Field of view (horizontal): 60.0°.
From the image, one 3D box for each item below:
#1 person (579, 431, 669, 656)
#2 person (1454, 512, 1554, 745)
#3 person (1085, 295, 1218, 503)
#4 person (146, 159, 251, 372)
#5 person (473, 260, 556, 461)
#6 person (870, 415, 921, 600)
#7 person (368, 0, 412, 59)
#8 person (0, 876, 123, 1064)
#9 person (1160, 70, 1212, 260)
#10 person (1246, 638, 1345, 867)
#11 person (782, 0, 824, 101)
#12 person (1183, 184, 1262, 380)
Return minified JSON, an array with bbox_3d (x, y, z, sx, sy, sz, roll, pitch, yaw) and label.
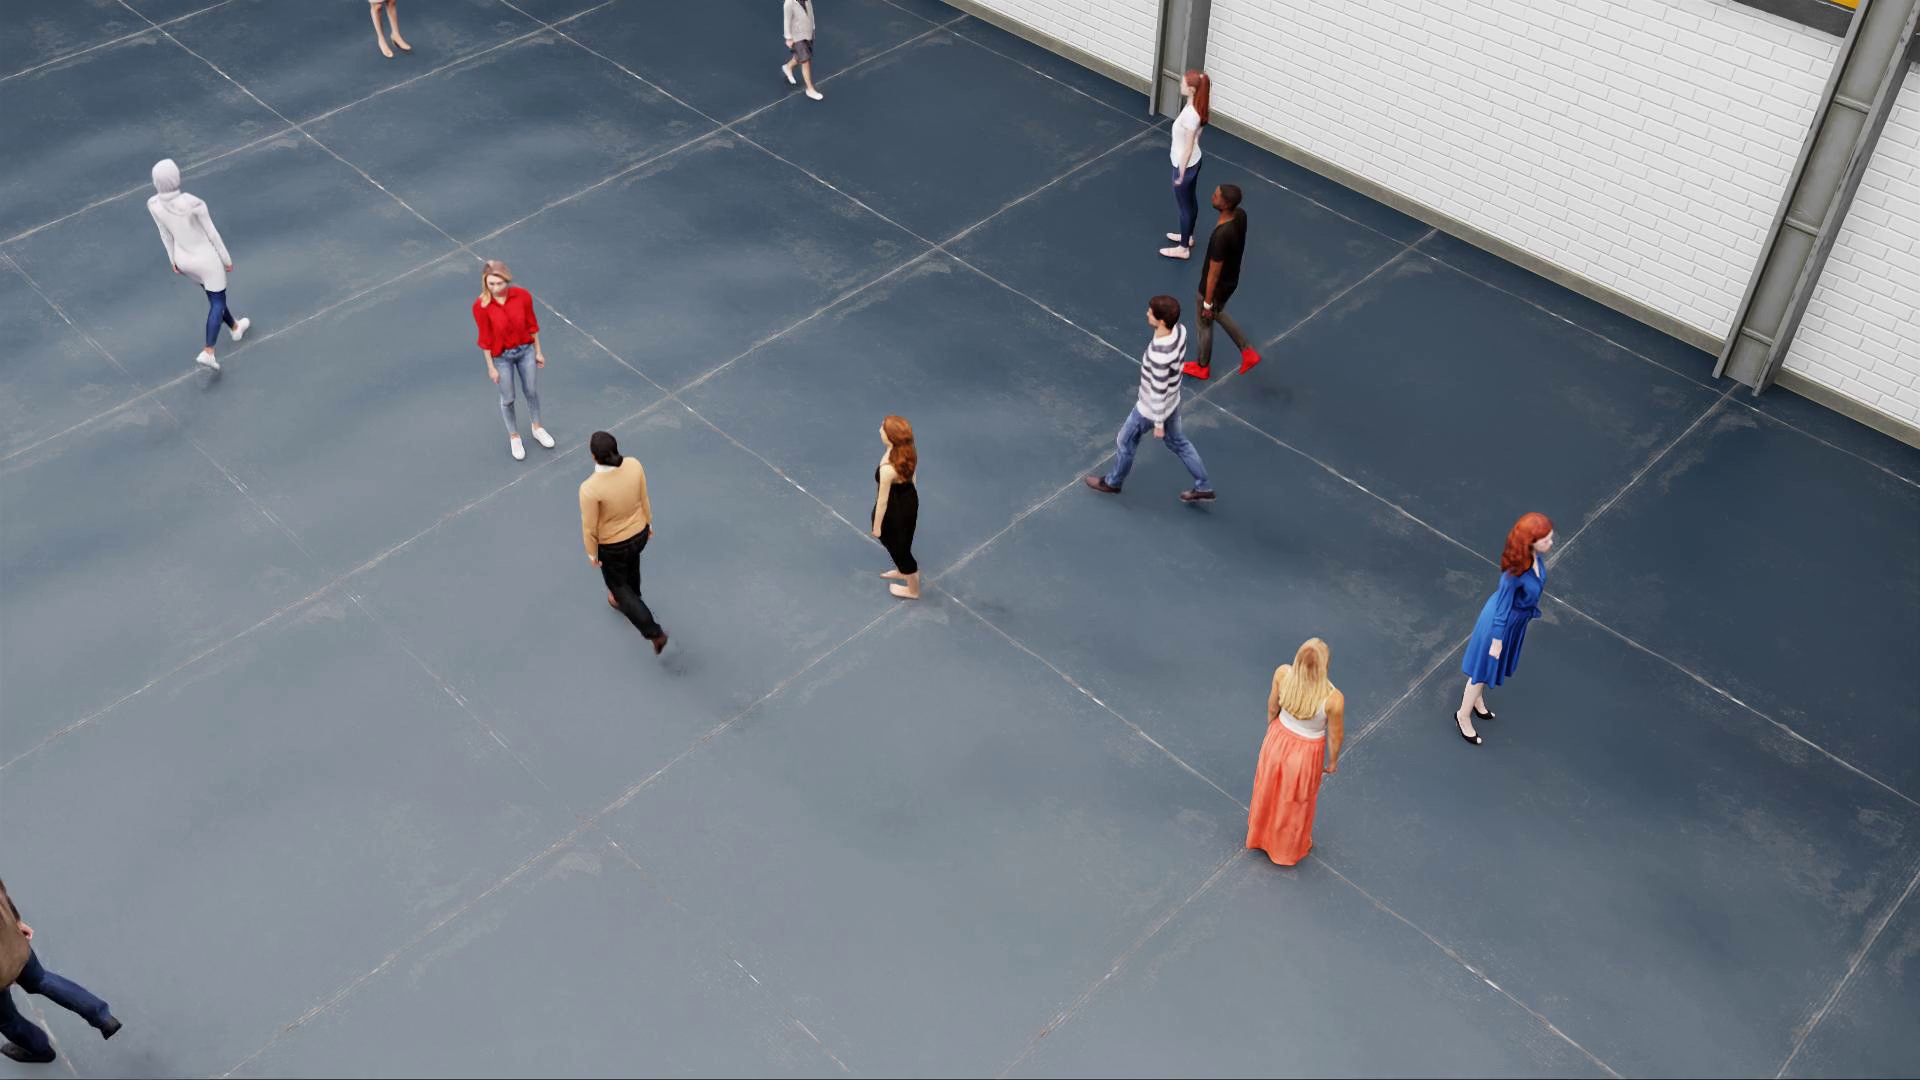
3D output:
[{"bbox_3d":[-2.176,0.022,10.864,1.026,1.735,0.659,33,53,30],"label":"person"},{"bbox_3d":[3.346,0.530,10.263,0.617,1.830,0.649,26,49,25],"label":"person"},{"bbox_3d":[1.510,-0.942,11.826,1.285,1.806,0.922,19,47,19],"label":"person"},{"bbox_3d":[-6.038,-2.146,13.133,1.097,1.746,1.102,4,44,4],"label":"person"},{"bbox_3d":[-3.320,-1.370,12.347,0.661,1.707,0.594,-23,48,-22],"label":"person"},{"bbox_3d":[-0.336,-0.183,11.167,0.747,1.614,0.713,13,45,14],"label":"person"},{"bbox_3d":[-5.952,-5.803,16.980,0.579,1.734,0.616,30,51,27],"label":"person"},{"bbox_3d":[-4.888,2.159,8.522,1.077,1.873,0.967,6,44,6],"label":"person"},{"bbox_3d":[1.972,-3.221,14.266,0.641,1.739,0.633,16,46,17],"label":"person"},{"bbox_3d":[1.924,1.214,9.565,0.527,1.802,0.693,30,51,28],"label":"person"},{"bbox_3d":[-1.621,-5.045,16.530,0.850,1.257,0.559,30,51,27],"label":"person"},{"bbox_3d":[2.094,-1.959,12.903,0.970,1.792,0.769,24,49,23],"label":"person"}]
